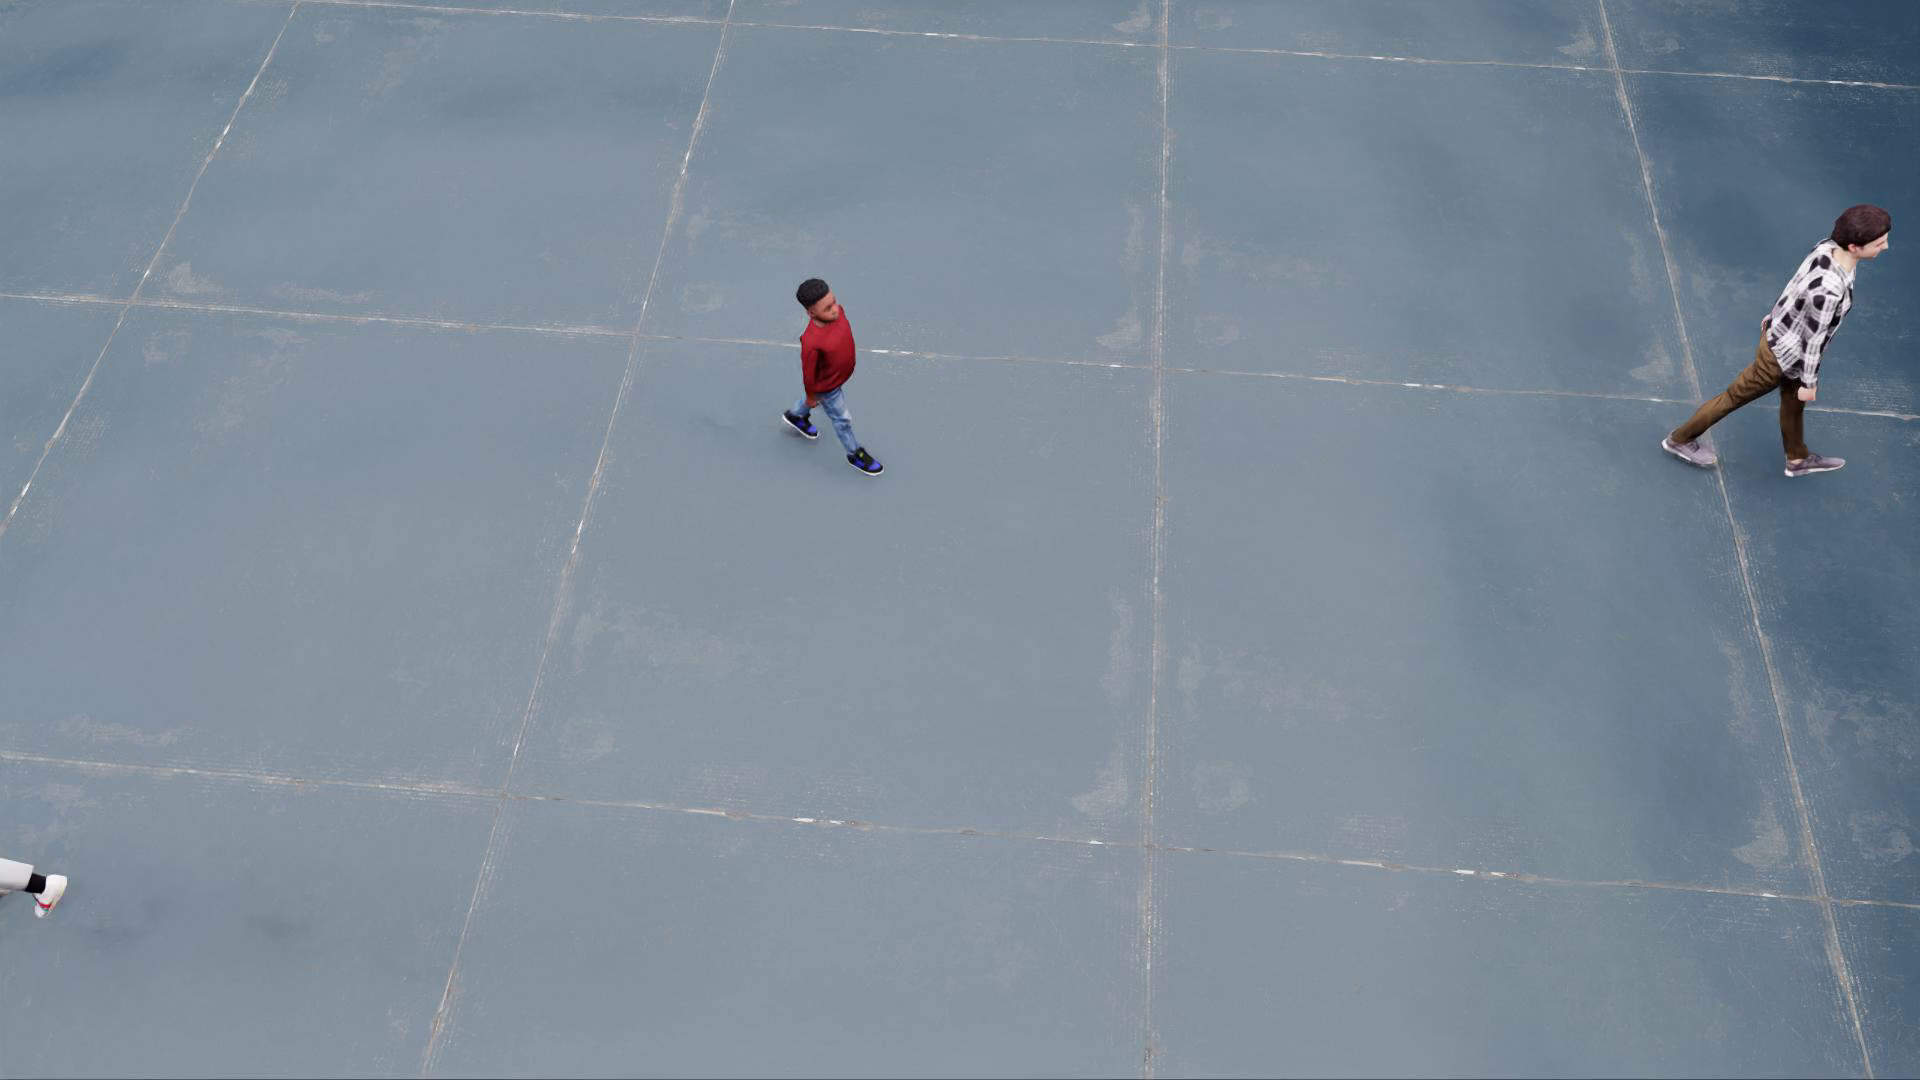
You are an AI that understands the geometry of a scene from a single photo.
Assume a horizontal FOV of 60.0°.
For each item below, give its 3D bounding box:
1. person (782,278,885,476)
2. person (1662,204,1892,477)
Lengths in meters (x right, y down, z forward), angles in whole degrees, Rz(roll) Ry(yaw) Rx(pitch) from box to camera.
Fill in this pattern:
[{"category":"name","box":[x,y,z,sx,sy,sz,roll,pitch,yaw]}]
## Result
[{"category":"person","box":[-0.729,-0.876,8.529,0.921,1.239,0.686,19,55,14]},{"category":"person","box":[4.012,-0.964,8.266,1.187,1.761,0.876,18,54,14]}]
